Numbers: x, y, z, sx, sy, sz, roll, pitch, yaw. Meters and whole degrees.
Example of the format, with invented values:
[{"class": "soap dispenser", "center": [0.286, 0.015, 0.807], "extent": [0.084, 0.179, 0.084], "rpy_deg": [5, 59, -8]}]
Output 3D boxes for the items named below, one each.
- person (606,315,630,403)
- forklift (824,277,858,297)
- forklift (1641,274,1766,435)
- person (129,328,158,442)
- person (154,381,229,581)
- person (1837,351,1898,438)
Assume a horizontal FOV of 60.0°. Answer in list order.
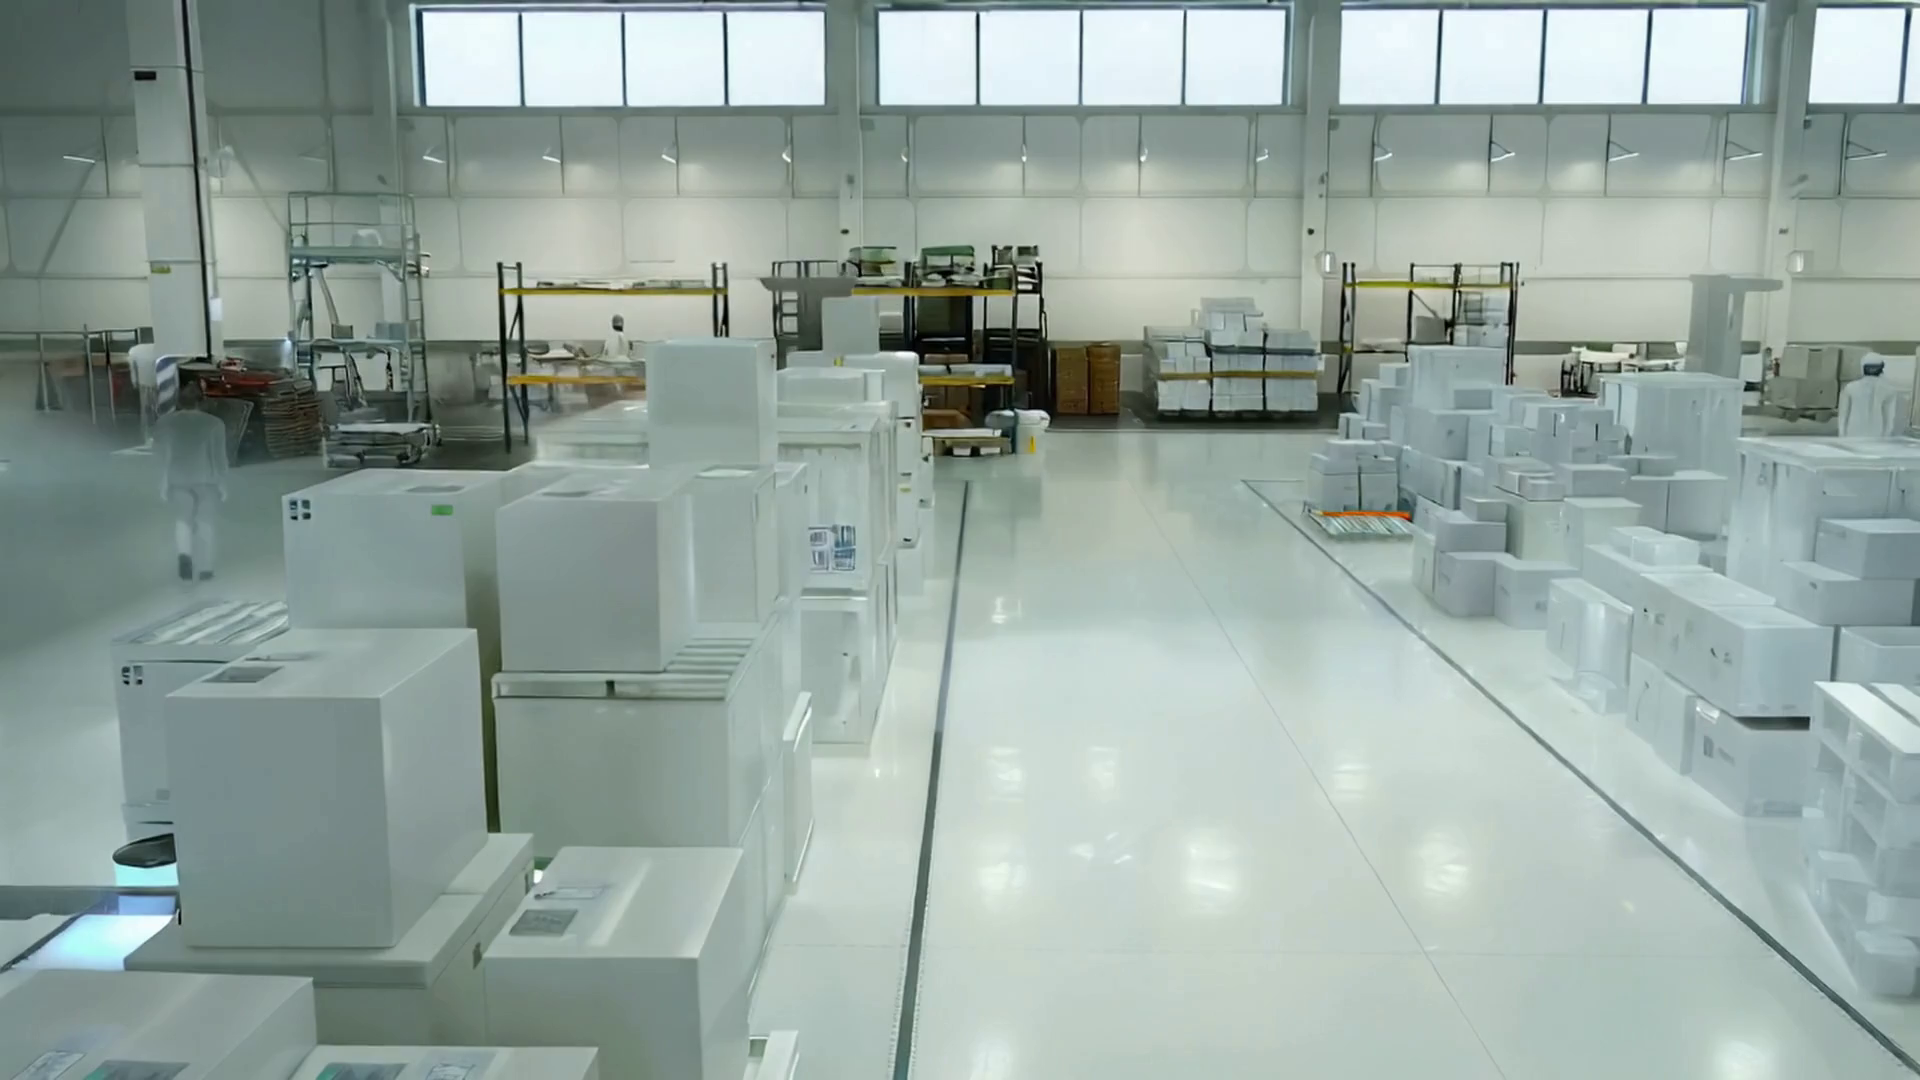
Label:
[{"class": "person", "center": [-7.080, -3.695, 34.572], "extent": [0.547, 1.942, 0.351], "rpy_deg": [4, 10, 23]}, {"class": "forklift", "center": [-1.725, -2.400, 24.011], "extent": [1.873, 2.768, 1.129], "rpy_deg": [0, 9, 1]}, {"class": "forklift", "center": [13.087, -3.274, 29.247], "extent": [1.873, 2.768, 1.129], "rpy_deg": [0, 9, 1]}, {"class": "person", "center": [-13.640, -2.608, 28.072], "extent": [0.635, 1.937, 0.353], "rpy_deg": [0, 9, 1]}, {"class": "person", "center": [-7.241, -0.539, 15.718], "extent": [0.647, 1.927, 0.565], "rpy_deg": [-2, 10, -13]}, {"class": "person", "center": [10.885, -1.274, 19.991], "extent": [0.648, 1.963, 0.746], "rpy_deg": [4, 10, 20]}]
